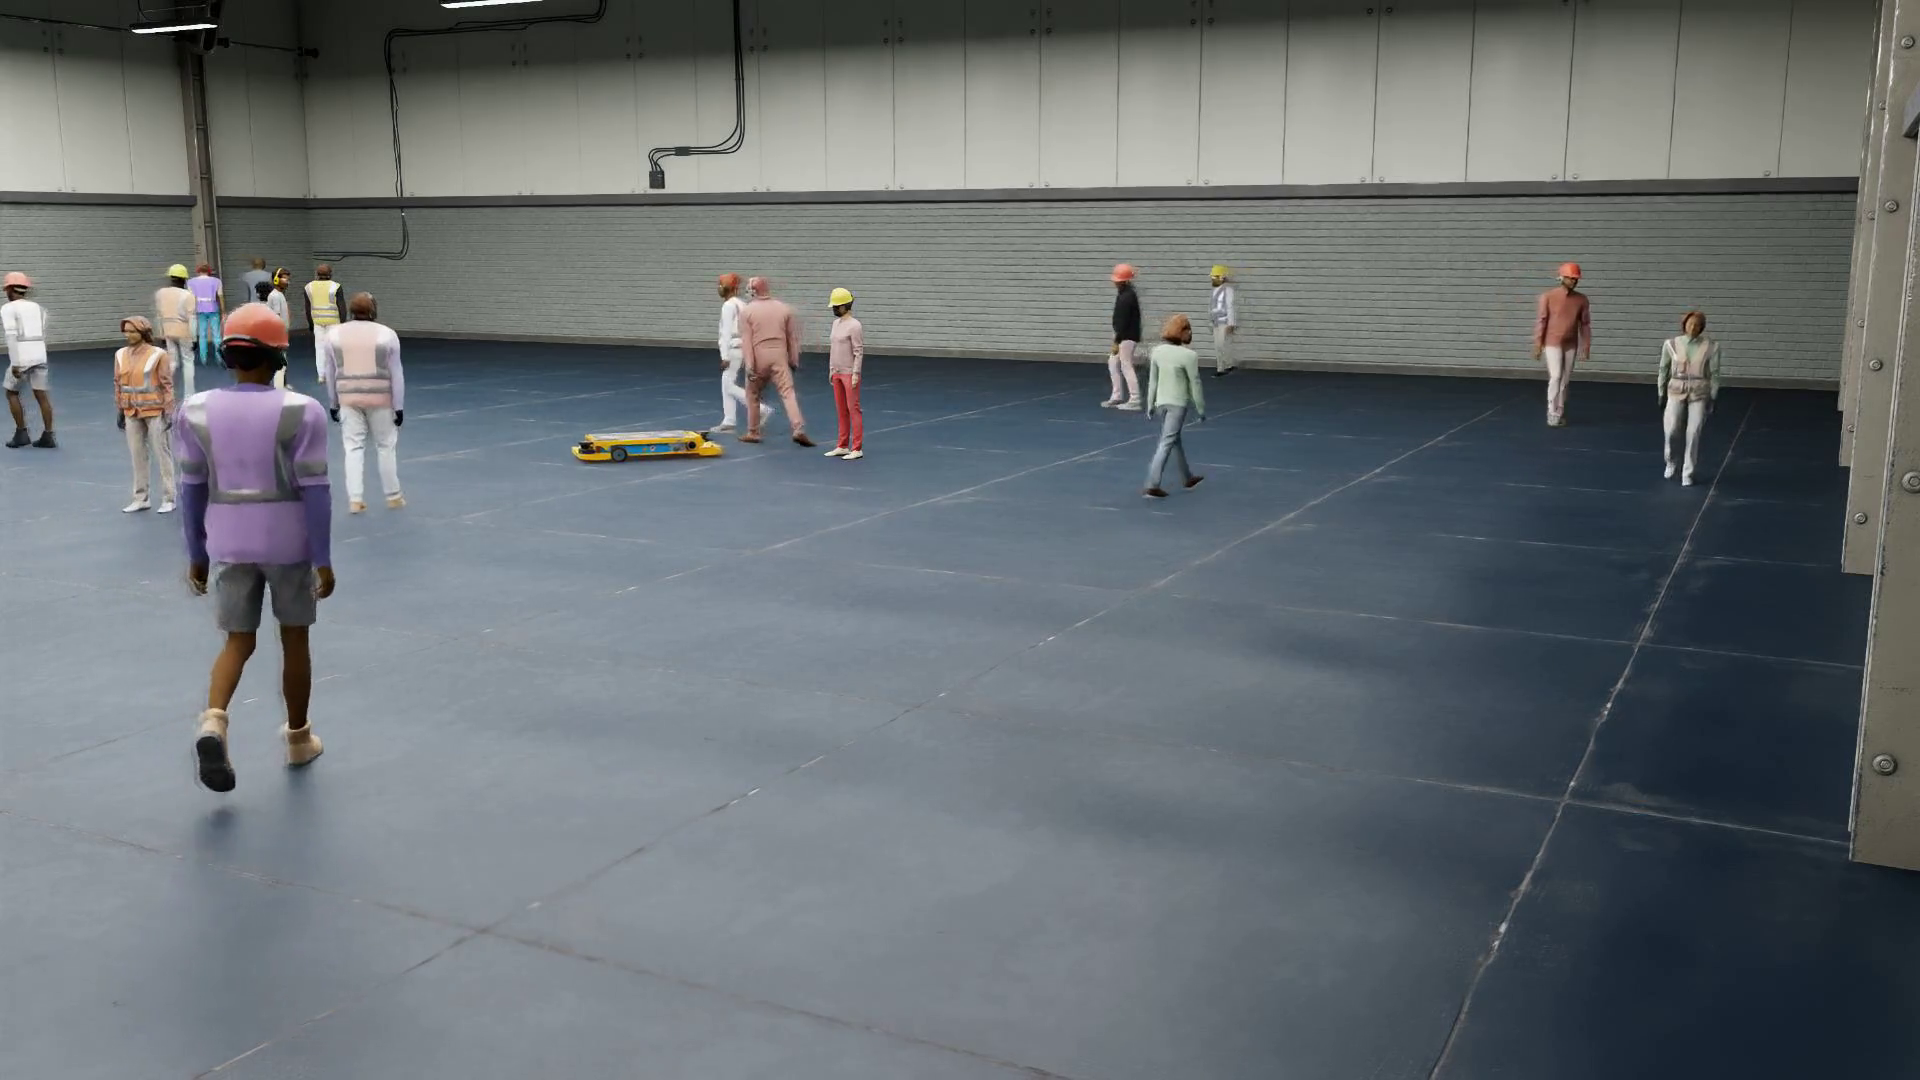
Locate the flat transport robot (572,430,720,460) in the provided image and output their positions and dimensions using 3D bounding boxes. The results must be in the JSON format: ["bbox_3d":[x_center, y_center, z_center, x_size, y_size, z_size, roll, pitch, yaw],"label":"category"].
[{"bbox_3d":[-3.269,-0.992,17.281,1.431,0.197,0.652,-4,11,-20],"label":"flat transport robot"}]

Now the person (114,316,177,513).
[{"bbox_3d":[-6.750,-1.035,13.783,0.522,1.638,0.310,2,11,11],"label":"person"}]

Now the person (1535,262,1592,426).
[{"bbox_3d":[7.266,-2.331,19.940,0.646,1.969,0.634,-1,10,-7],"label":"person"}]

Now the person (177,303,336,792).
[{"bbox_3d":[-2.931,0.038,6.898,0.618,2.025,0.811,0,10,-2],"label":"person"}]

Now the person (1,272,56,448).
[{"bbox_3d":[-10.111,-1.942,18.009,0.632,1.897,0.561,4,11,20],"label":"person"}]

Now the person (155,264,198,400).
[{"bbox_3d":[-10.707,-2.808,22.723,0.596,1.906,0.595,2,11,9],"label":"person"}]

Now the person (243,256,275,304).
[{"bbox_3d":[-13.382,-4.468,31.782,0.641,1.909,0.917,0,10,2],"label":"person"}]

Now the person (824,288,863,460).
[{"bbox_3d":[-1.194,-1.706,17.119,0.326,1.760,0.524,-7,13,-35],"label":"person"}]

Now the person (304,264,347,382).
[{"bbox_3d":[-9.952,-3.410,26.185,0.636,1.840,0.429,1,10,3],"label":"person"}]

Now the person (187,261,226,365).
[{"bbox_3d":[-13.351,-4.019,29.498,0.570,1.840,0.373,-4,11,-19],"label":"person"}]

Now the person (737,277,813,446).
[{"bbox_3d":[-2.059,-1.942,18.194,0.696,1.851,0.935,-6,12,-30],"label":"person"}]

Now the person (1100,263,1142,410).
[{"bbox_3d":[2.128,-2.650,21.783,0.625,1.931,0.693,0,10,-3],"label":"person"}]

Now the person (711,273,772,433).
[{"bbox_3d":[-2.563,-2.146,19.235,0.649,1.864,0.586,0,10,1],"label":"person"}]

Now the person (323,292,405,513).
[{"bbox_3d":[-4.945,-1.148,13.878,0.637,1.844,0.429,-1,10,-6],"label":"person"}]

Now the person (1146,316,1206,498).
[{"bbox_3d":[1.942,-1.176,14.680,0.857,1.581,0.520,-9,13,-39],"label":"person"}]

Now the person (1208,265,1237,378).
[{"bbox_3d":[4.176,-3.489,26.657,0.425,1.825,0.638,-4,11,-20],"label":"person"}]

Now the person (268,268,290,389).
[{"bbox_3d":[-9.031,-2.682,22.158,0.336,1.865,0.521,-4,11,-21],"label":"person"}]

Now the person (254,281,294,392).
[{"bbox_3d":[-9.451,-2.713,22.835,0.360,1.676,0.538,-2,11,-13],"label":"person"}]

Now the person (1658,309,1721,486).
[{"bbox_3d":[6.689,-1.303,15.294,0.522,1.627,0.361,5,11,25],"label":"person"}]
